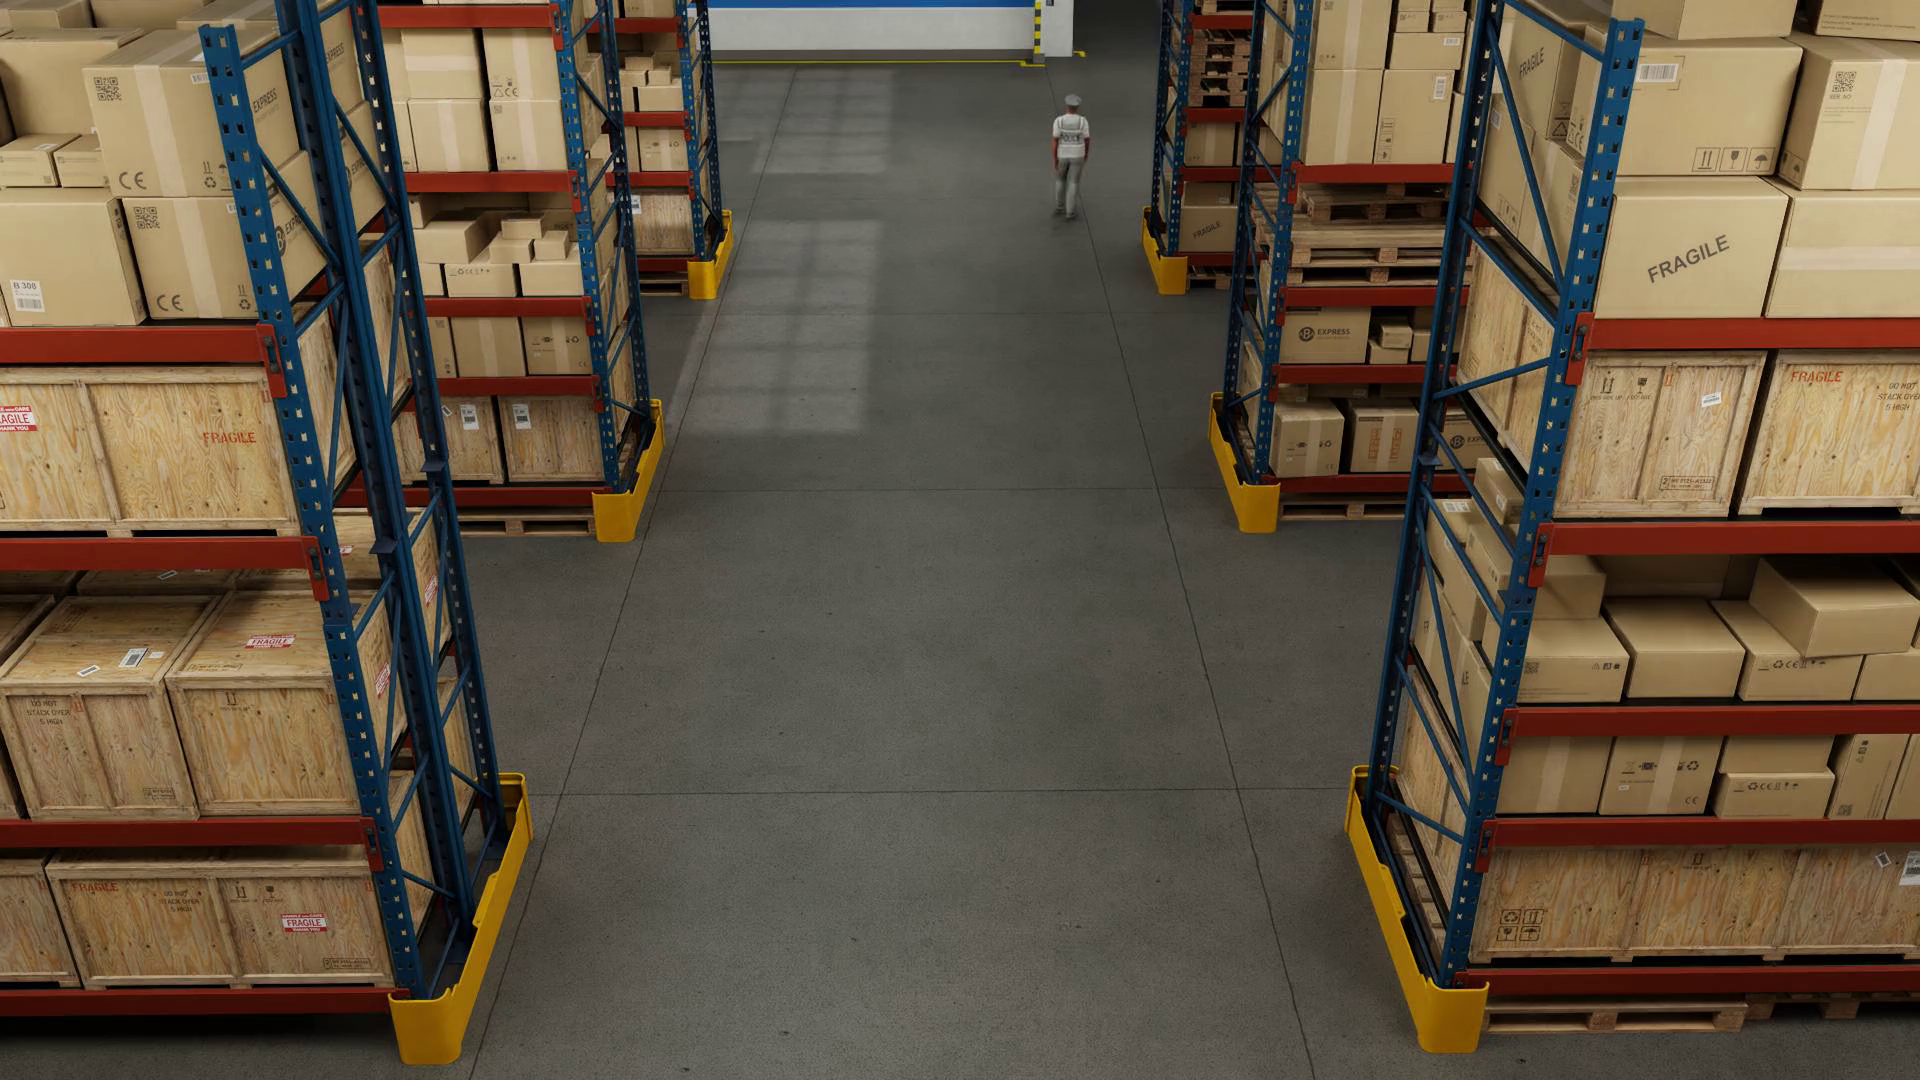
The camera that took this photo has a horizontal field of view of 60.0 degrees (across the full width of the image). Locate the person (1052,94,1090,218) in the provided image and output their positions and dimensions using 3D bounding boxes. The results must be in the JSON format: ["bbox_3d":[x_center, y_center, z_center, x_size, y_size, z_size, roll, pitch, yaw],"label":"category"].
[{"bbox_3d":[1.633,-5.677,24.422,0.535,1.754,0.788,4,29,8],"label":"person"}]
